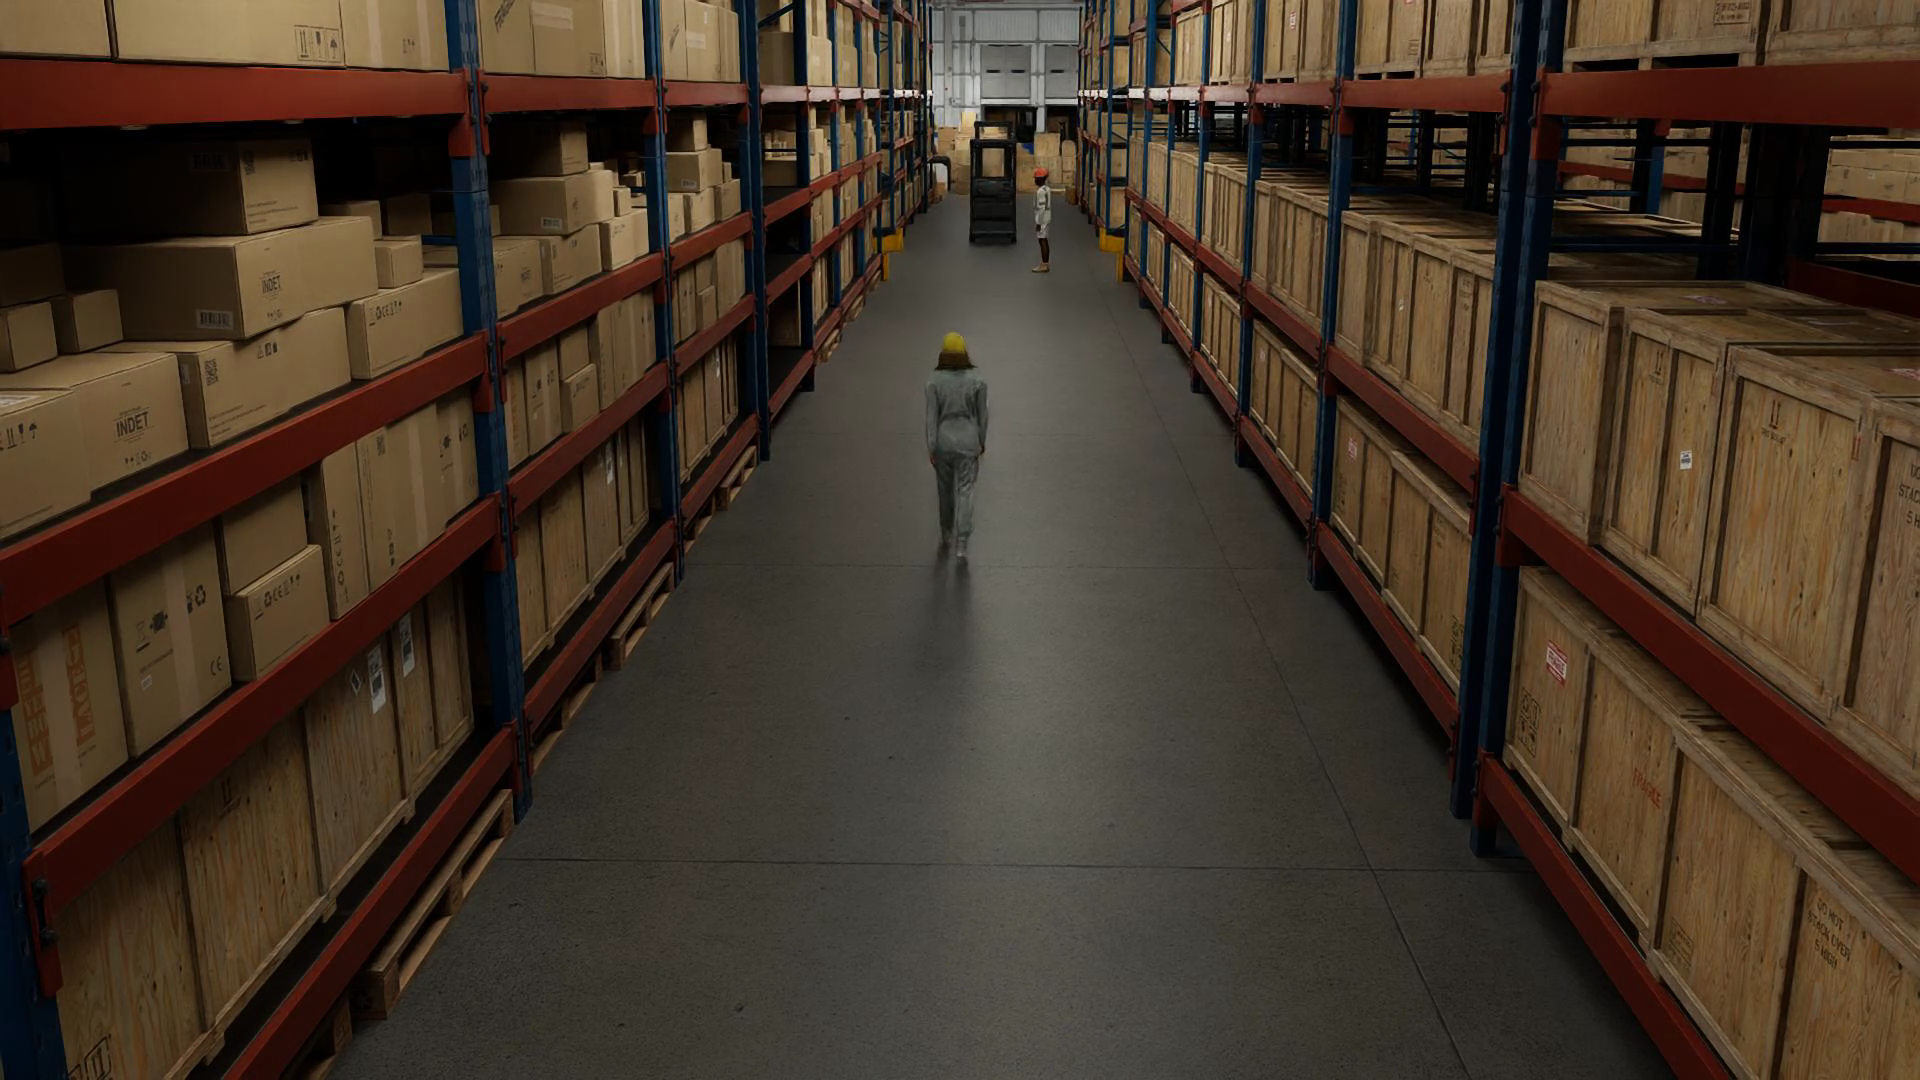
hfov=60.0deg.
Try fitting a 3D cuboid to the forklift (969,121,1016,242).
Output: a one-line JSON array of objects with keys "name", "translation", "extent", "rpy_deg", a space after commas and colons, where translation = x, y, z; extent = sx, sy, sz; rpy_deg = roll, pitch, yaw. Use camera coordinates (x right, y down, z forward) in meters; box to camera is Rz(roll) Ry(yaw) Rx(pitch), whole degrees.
[{"name": "forklift", "translation": [0.797, -8.604, 39.804], "extent": [1.129, 2.768, 1.873], "rpy_deg": [0, 15, 1]}]

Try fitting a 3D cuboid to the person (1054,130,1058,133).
[{"name": "person", "translation": [4.934, -20.454, 86.275], "extent": [0.631, 1.616, 0.545], "rpy_deg": [5, 16, 19]}]

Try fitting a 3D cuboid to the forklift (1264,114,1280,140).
[{"name": "forklift", "translation": [11.017, -13.909, 59.543], "extent": [1.129, 2.768, 1.873], "rpy_deg": [0, 15, 2]}]

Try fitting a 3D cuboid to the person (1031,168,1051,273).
[{"name": "person", "translation": [1.591, -6.314, 32.874], "extent": [0.393, 2.041, 0.614], "rpy_deg": [4, 15, 14]}]

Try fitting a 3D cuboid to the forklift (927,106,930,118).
[{"name": "forklift", "translation": [-1.918, -21.452, 87.608], "extent": [1.129, 2.768, 1.873], "rpy_deg": [0, 15, 2]}]

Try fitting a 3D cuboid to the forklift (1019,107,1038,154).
[{"name": "forklift", "translation": [3.350, -19.703, 81.099], "extent": [1.129, 2.768, 1.873], "rpy_deg": [-11, 19, -36]}]

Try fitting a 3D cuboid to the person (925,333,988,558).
[{"name": "person", "translation": [-0.026, -0.734, 12.781], "extent": [0.487, 1.701, 0.916], "rpy_deg": [0, 15, 0]}]

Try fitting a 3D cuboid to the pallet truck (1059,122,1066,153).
[{"name": "pallet truck", "translation": [5.788, -21.111, 88.014], "extent": [1.885, 1.965, 0.823], "rpy_deg": [5, 16, 18]}]
